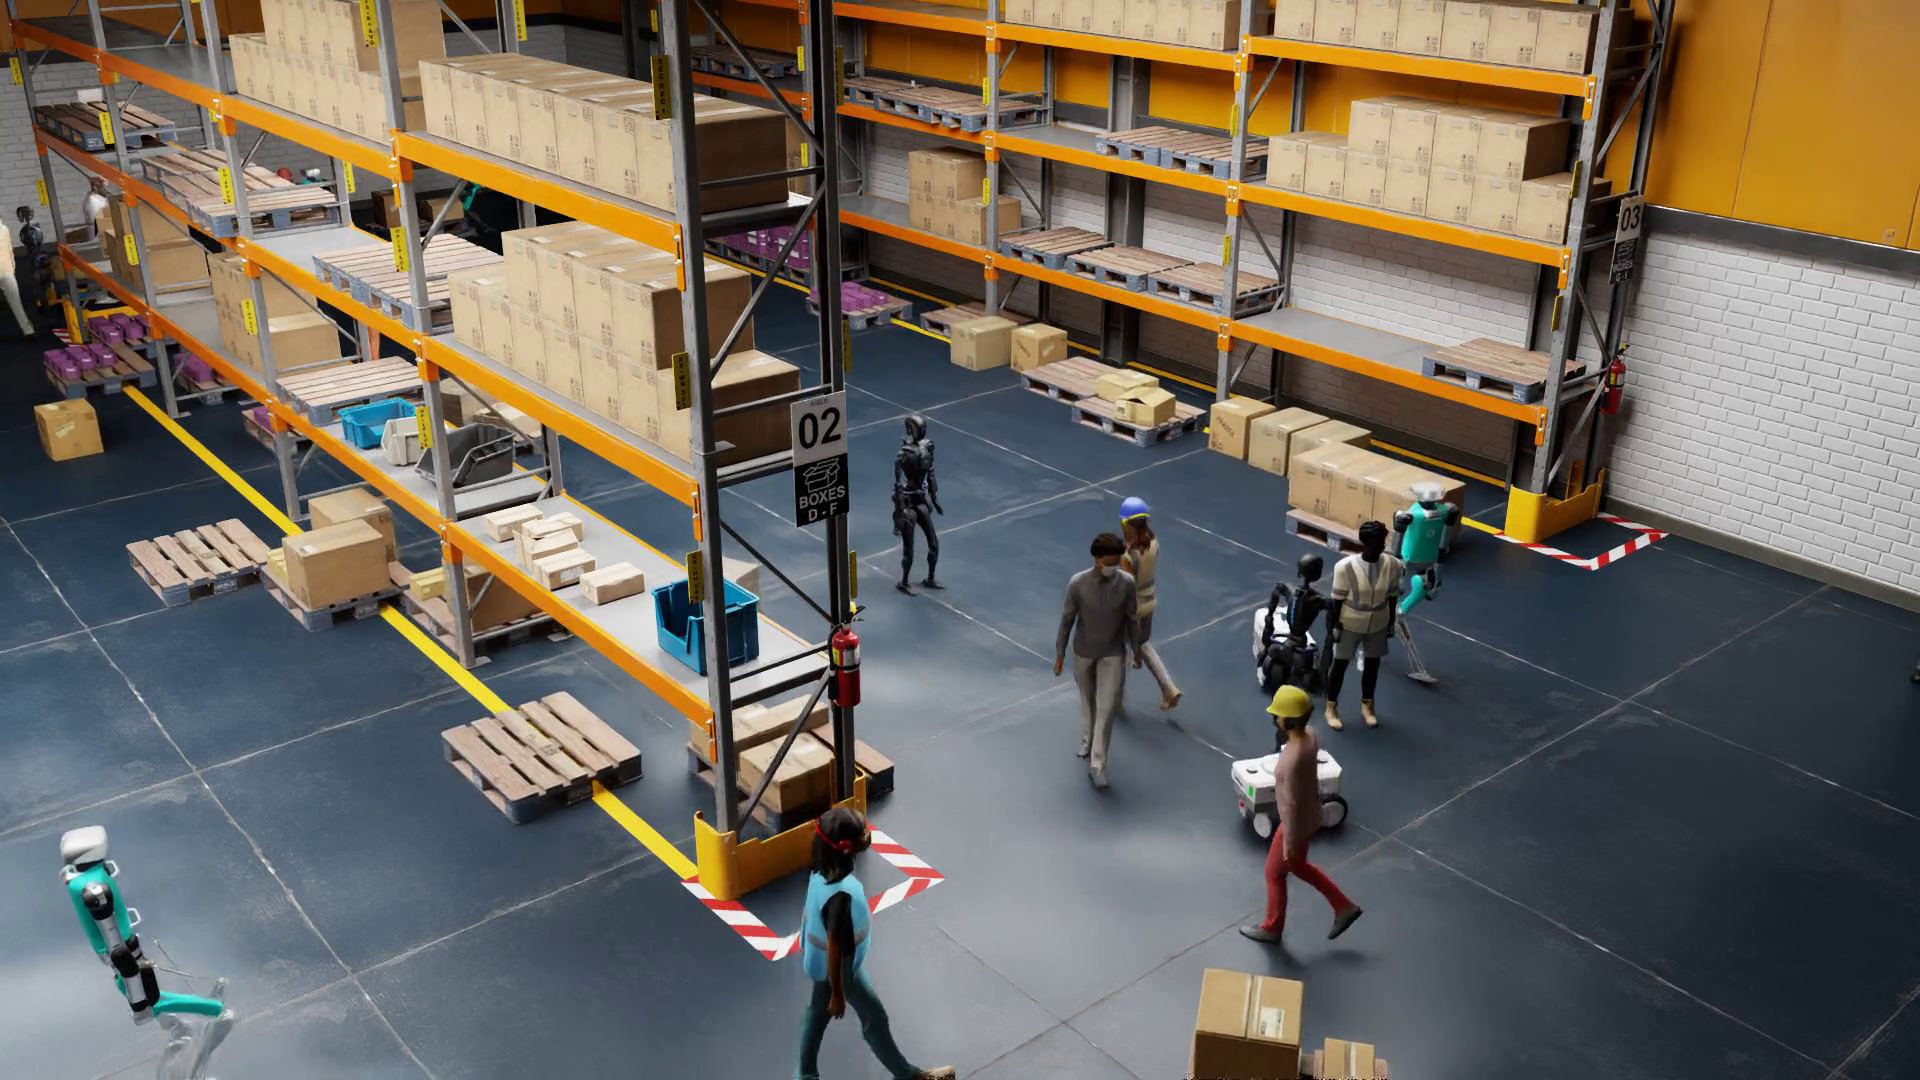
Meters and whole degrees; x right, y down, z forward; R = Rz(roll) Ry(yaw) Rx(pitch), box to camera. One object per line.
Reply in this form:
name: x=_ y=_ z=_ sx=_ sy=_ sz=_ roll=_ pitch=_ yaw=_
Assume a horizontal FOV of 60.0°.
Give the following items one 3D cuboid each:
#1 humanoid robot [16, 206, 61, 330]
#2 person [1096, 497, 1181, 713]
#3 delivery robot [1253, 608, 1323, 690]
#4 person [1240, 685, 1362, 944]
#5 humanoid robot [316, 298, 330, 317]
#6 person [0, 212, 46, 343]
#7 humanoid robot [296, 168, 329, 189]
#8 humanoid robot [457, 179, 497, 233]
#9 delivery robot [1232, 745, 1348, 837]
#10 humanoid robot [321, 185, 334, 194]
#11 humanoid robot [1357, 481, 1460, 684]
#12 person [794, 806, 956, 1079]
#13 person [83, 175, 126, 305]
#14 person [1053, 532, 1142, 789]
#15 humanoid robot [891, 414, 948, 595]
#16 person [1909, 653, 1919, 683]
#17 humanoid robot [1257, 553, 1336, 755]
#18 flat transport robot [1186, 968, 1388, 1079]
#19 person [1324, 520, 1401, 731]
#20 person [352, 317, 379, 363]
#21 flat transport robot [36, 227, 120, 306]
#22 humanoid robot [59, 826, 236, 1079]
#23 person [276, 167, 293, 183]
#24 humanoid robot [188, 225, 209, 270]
humanoid robot: x=-12.406 y=-3.672 z=22.381 sx=0.324 sy=1.647 sz=0.591 roll=-15 pitch=27 yaw=-30
person: x=1.371 y=0.534 z=12.529 sx=0.505 sy=1.749 sz=0.609 roll=-20 pitch=31 yaw=-39
delivery robot: x=2.604 y=0.833 z=13.342 sx=0.499 sy=0.586 sz=0.780 roll=-2 pitch=23 yaw=-5
person: x=2.080 y=1.672 z=9.913 sx=0.621 sy=1.734 sz=0.564 roll=10 pitch=25 yaw=22
humanoid robot: x=-8.968 y=-3.771 z=22.607 sx=0.945 sy=1.810 sz=0.559 roll=7 pitch=24 yaw=16
person: x=-12.565 y=-3.466 z=21.715 sx=0.972 sy=1.821 sz=0.649 roll=12 pitch=26 yaw=25
humanoid robot: x=-9.602 y=-4.606 z=24.449 sx=0.783 sy=1.768 sz=0.542 roll=15 pitch=27 yaw=31
humanoid robot: x=-8.206 y=-5.927 z=27.579 sx=1.034 sy=1.765 sz=0.552 roll=9 pitch=25 yaw=20
delivery robot: x=2.249 y=1.678 z=11.380 sx=0.750 sy=0.581 sz=0.520 roll=-6 pitch=24 yaw=-13
humanoid robot: x=-8.914 y=-4.352 z=23.942 sx=0.392 sy=1.655 sz=0.602 roll=-3 pitch=24 yaw=-8
humanoid robot: x=3.462 y=0.268 z=13.180 sx=0.530 sy=1.764 sz=0.868 roll=-7 pitch=24 yaw=-15
person: x=-0.478 y=2.176 z=8.636 sx=0.925 sy=1.825 sz=0.560 roll=-5 pitch=24 yaw=-11
person: x=-11.937 y=-4.192 z=23.342 sx=0.771 sy=1.861 sz=0.687 roll=-7 pitch=24 yaw=-15
person: x=0.974 y=0.817 z=11.745 sx=0.615 sy=1.853 sz=0.877 roll=2 pitch=23 yaw=5
humanoid robot: x=-0.363 y=-0.302 z=14.564 sx=0.418 sy=1.649 sz=0.601 roll=16 pitch=28 yaw=32
person: x=7.818 y=0.261 z=12.954 sx=0.548 sy=1.927 sz=0.390 roll=14 pitch=27 yaw=28
humanoid robot: x=2.404 y=0.847 z=11.936 sx=0.586 sy=1.627 sz=0.688 roll=17 pitch=29 yaw=35
flat transport robot: x=1.693 y=3.183 z=8.273 sx=1.431 sy=0.231 sz=0.659 roll=5 pitch=24 yaw=12
person: x=2.999 y=0.627 z=12.398 sx=0.534 sy=1.691 sz=0.320 roll=-3 pitch=24 yaw=-7
person: x=-7.198 y=-2.751 z=20.136 sx=0.503 sy=1.759 sz=0.329 roll=15 pitch=27 yaw=30
flat transport robot: x=-12.504 y=-3.608 z=23.999 sx=1.431 sy=0.231 sz=0.659 roll=-10 pitch=25 yaw=-23
humanoid robot: x=-4.131 y=2.245 z=8.673 sx=0.739 sy=1.841 sz=0.542 roll=-17 pitch=29 yaw=-34
person: x=-9.851 y=-4.685 z=24.655 sx=0.581 sy=1.723 sz=0.540 roll=-8 pitch=25 yaw=-17
humanoid robot: x=-11.609 y=-4.909 z=25.235 sx=0.609 sy=1.653 sz=0.366 roll=16 pitch=28 yaw=32
